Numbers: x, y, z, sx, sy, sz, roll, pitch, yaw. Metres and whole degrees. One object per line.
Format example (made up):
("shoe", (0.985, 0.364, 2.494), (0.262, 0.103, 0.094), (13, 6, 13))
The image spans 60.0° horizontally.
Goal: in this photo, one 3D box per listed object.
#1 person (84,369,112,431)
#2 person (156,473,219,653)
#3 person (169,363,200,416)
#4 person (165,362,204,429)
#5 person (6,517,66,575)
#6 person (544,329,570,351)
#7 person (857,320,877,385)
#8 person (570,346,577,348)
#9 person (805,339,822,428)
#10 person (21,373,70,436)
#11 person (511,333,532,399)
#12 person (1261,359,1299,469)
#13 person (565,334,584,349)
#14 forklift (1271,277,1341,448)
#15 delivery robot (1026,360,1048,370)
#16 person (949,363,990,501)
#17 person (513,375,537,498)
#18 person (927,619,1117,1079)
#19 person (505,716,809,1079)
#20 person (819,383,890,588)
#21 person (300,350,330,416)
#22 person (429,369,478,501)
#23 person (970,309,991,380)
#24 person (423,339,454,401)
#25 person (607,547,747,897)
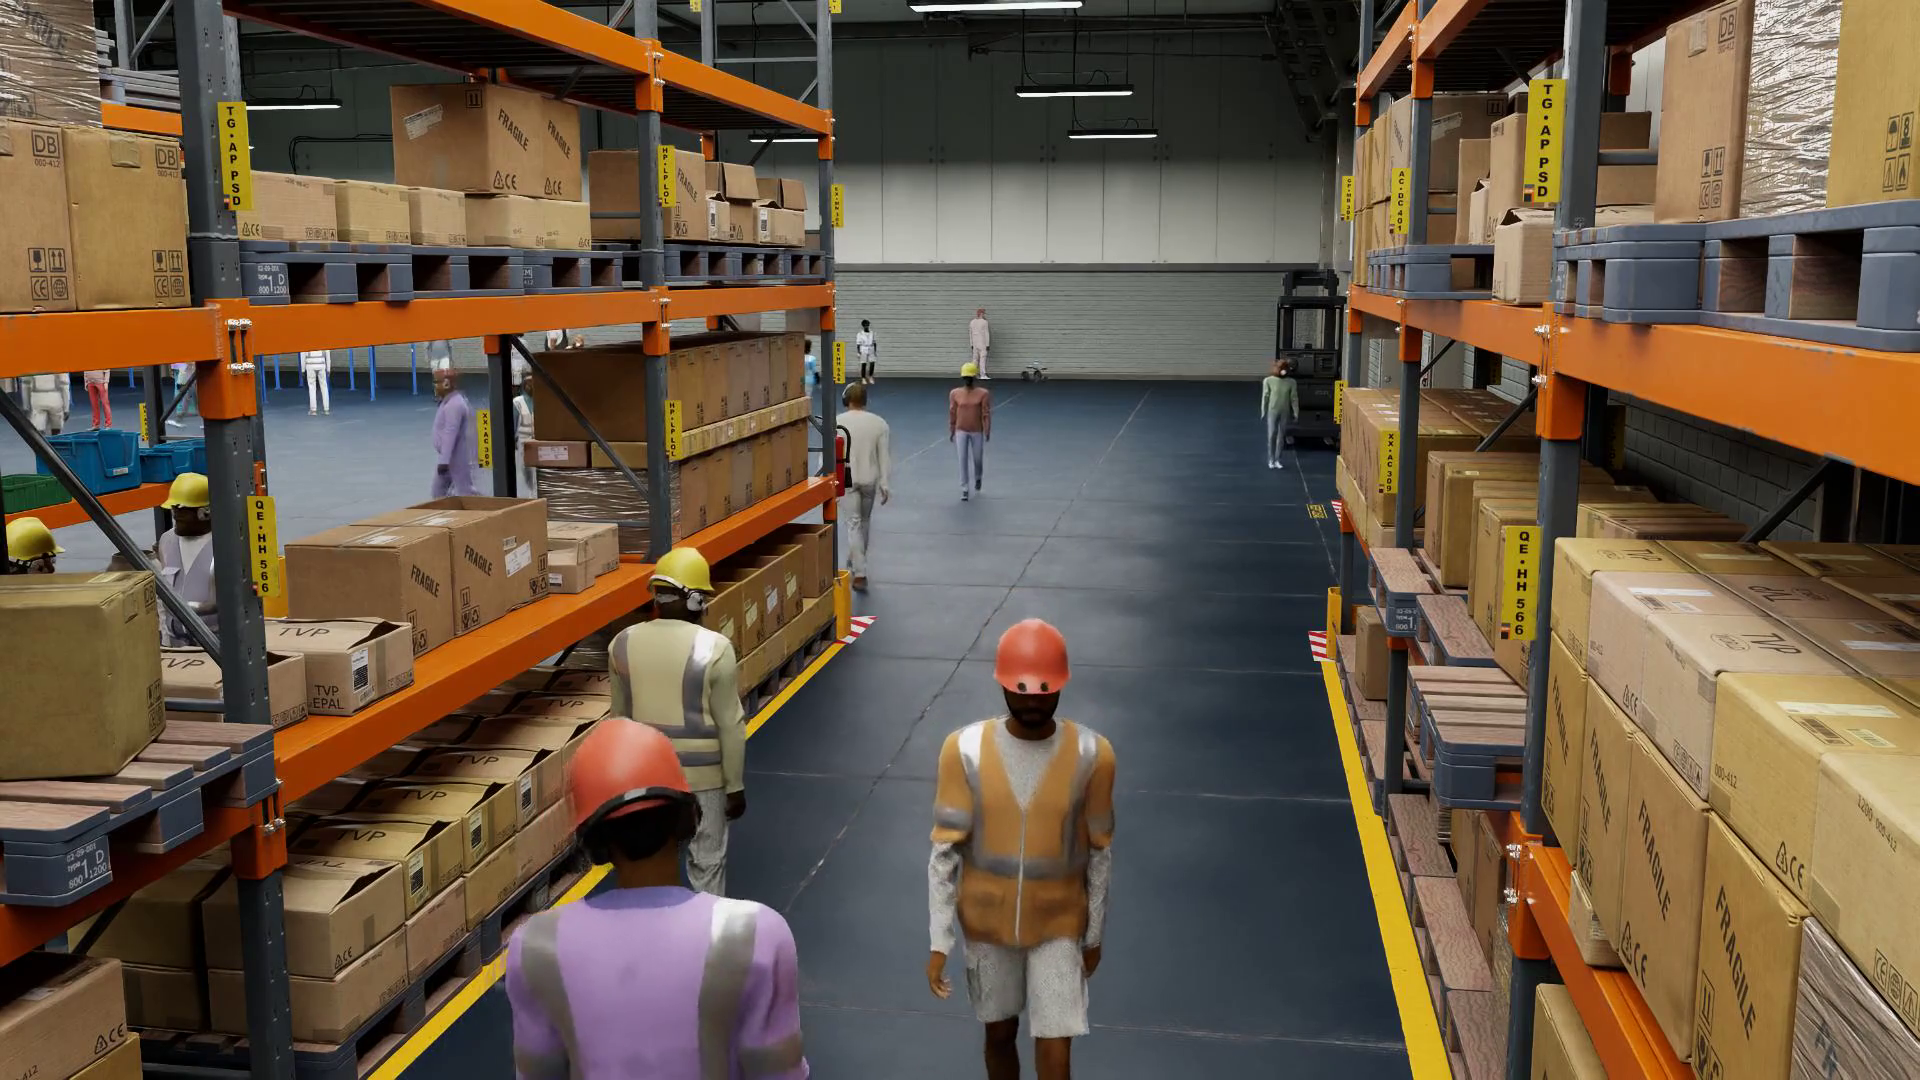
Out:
("person", (-15.695, -2.848, 30.227), (0.526, 1.768, 0.315), (2, 10, 15))
("person", (-4.162, 0.533, 9.181), (0.600, 1.827, 0.404), (2, 9, 12))
("person", (-15.656, -3.415, 33.477), (0.565, 1.846, 0.390), (1, 9, 8))
("person", (-14.227, -2.974, 30.663), (0.977, 1.870, 0.610), (-1, 9, -5))
("person", (-4.127, 0.807, 7.478), (0.590, 1.833, 0.404), (3, 10, 20))
("person", (-9.578, -4.455, 39.423), (0.536, 2.000, 0.687), (3, 10, 18))
("person", (-2.388, -4.777, 42.396), (0.547, 1.662, 0.557), (-3, 10, -18))
("person", (-6.435, -2.439, 28.026), (0.527, 1.659, 0.856), (1, 9, 5))
("person", (-2.775, -2.839, 30.503), (0.543, 1.658, 0.854), (7, 12, 37))
("person", (-13.095, -1.936, 23.849), (0.623, 2.019, 0.831), (-5, 10, -26))
("person", (-8.935, -3.484, 33.736), (0.616, 1.899, 0.816), (8, 12, 42))
("person", (4.731, -1.845, 24.453), (0.531, 1.616, 0.558), (-1, 9, -5))
("person", (-7.957, -3.454, 34.420), (0.570, 1.606, 0.422), (-2, 9, -11))
("forklift", (5.847, -3.016, 27.970), (1.129, 2.768, 1.873), (1, 9, 9))
("delivery robot", (2.040, -4.653, 44.129), (0.335, 0.223, 0.698), (-7, 12, -36))
("person", (0.127, -1.417, 21.451), (0.531, 1.755, 0.605), (0, 9, 2))
("person", (-5.365, -1.265, 20.920), (0.527, 1.623, 0.607), (-1, 9, -9))
("person", (0.186, 1.179, 5.005), (0.555, 1.911, 0.765), (1, 9, 6))
("person", (-0.594, 1.371, 3.424), (0.655, 2.020, 0.503), (1, 9, 8))
("person", (-0.988, -0.521, 15.552), (0.652, 1.886, 1.042), (-3, 10, -20))
("person", (-13.066, -3.475, 33.728), (0.585, 1.882, 0.337), (-6, 11, -35))
("person", (-5.555, -0.883, 17.776), (0.933, 1.864, 0.679), (-4, 10, -22))
("person", (0.564, -5.247, 44.601), (0.401, 1.904, 0.649), (-9, 13, -44))
("person", (-11.645, -4.036, 37.173), (0.644, 1.899, 0.991), (-3, 10, -16))
("person", (-1.116, 0.936, 6.719), (0.591, 1.821, 0.404), (4, 10, 24))
